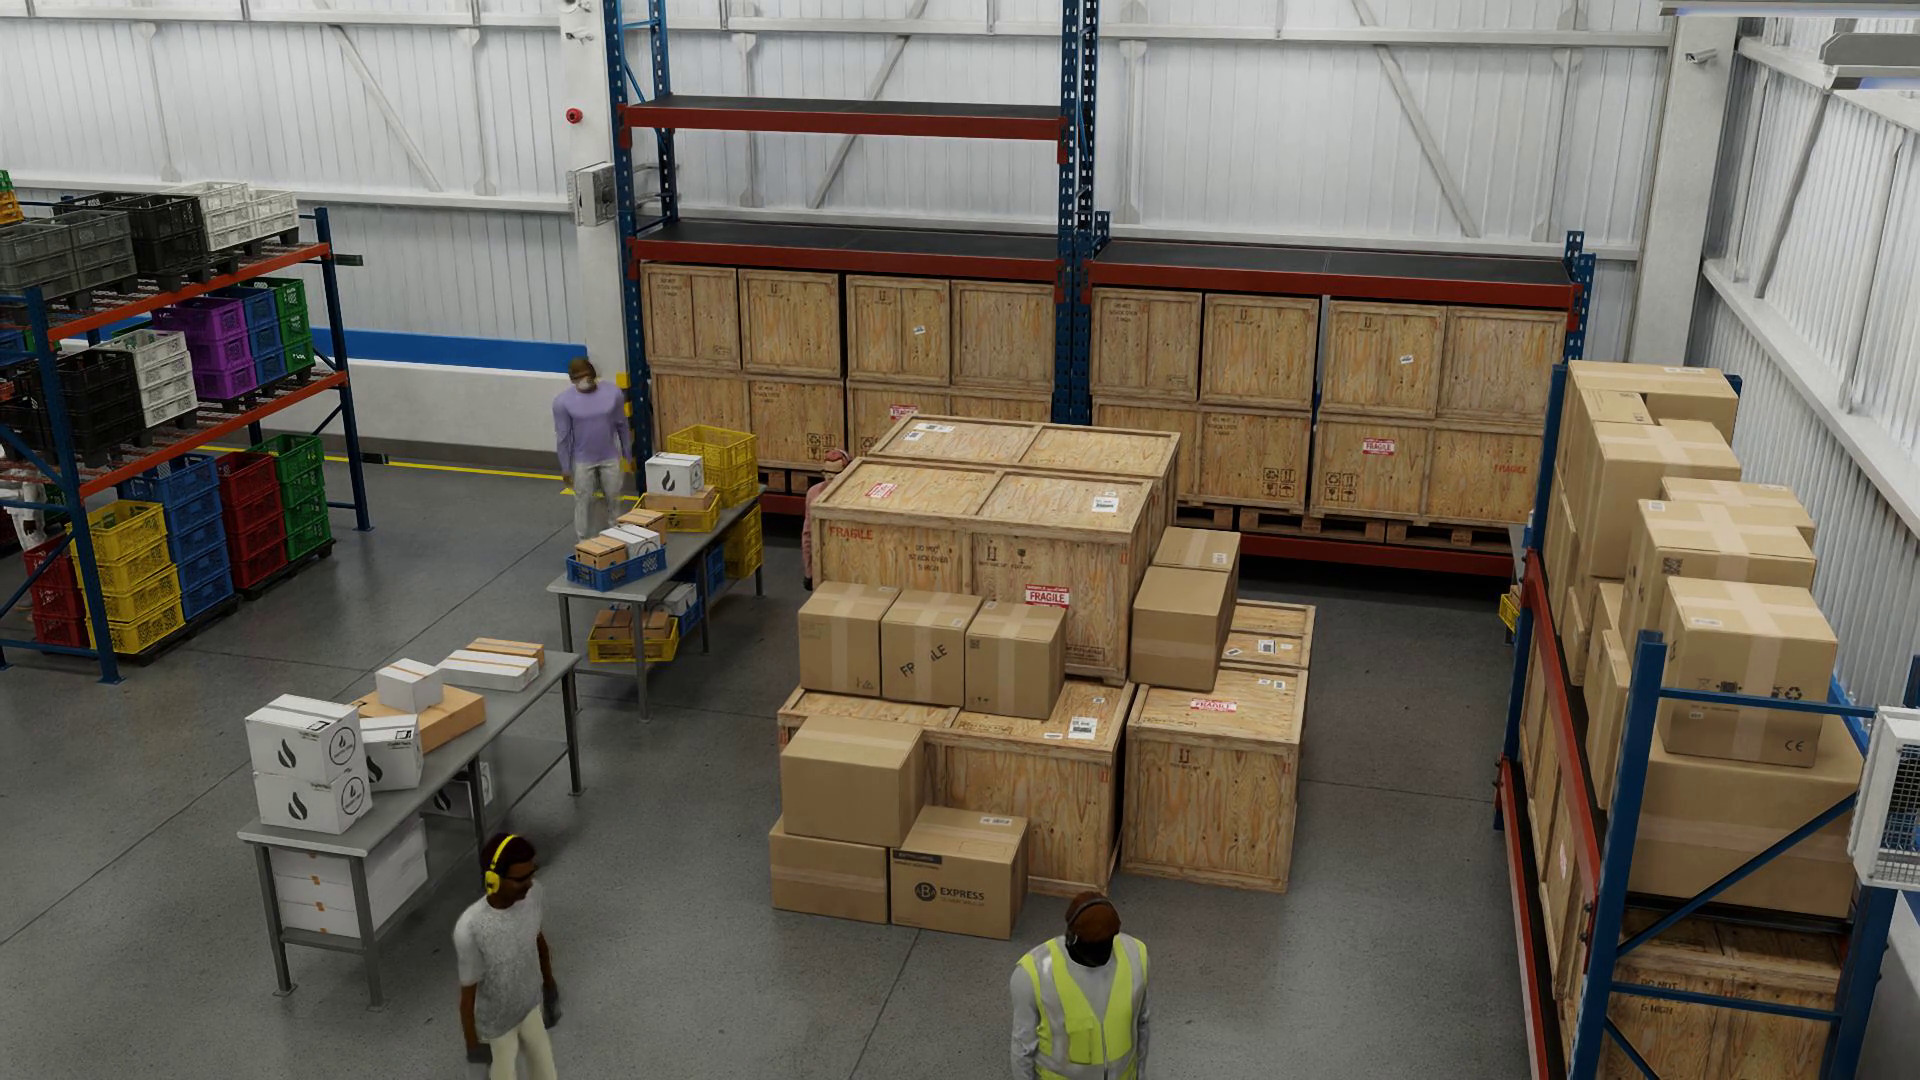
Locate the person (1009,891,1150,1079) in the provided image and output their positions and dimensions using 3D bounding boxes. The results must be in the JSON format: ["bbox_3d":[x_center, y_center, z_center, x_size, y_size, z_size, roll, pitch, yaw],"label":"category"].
[{"bbox_3d":[0.514,2.265,6.904,0.622,1.840,0.429,-7,22,-19],"label":"person"}]

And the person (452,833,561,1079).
[{"bbox_3d":[-1.978,2.119,7.257,0.347,1.857,0.629,10,23,25],"label":"person"}]

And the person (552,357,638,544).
[{"bbox_3d":[-3.175,-0.680,14.520,0.696,1.912,0.376,-10,23,-25],"label":"person"}]

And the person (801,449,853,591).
[{"bbox_3d":[-0.865,0.257,12.062,0.651,1.907,0.409,9,23,22],"label":"person"}]

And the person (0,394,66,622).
[{"bbox_3d":[-7.596,-0.270,13.471,0.355,1.884,0.575,-18,27,-39],"label":"person"}]
